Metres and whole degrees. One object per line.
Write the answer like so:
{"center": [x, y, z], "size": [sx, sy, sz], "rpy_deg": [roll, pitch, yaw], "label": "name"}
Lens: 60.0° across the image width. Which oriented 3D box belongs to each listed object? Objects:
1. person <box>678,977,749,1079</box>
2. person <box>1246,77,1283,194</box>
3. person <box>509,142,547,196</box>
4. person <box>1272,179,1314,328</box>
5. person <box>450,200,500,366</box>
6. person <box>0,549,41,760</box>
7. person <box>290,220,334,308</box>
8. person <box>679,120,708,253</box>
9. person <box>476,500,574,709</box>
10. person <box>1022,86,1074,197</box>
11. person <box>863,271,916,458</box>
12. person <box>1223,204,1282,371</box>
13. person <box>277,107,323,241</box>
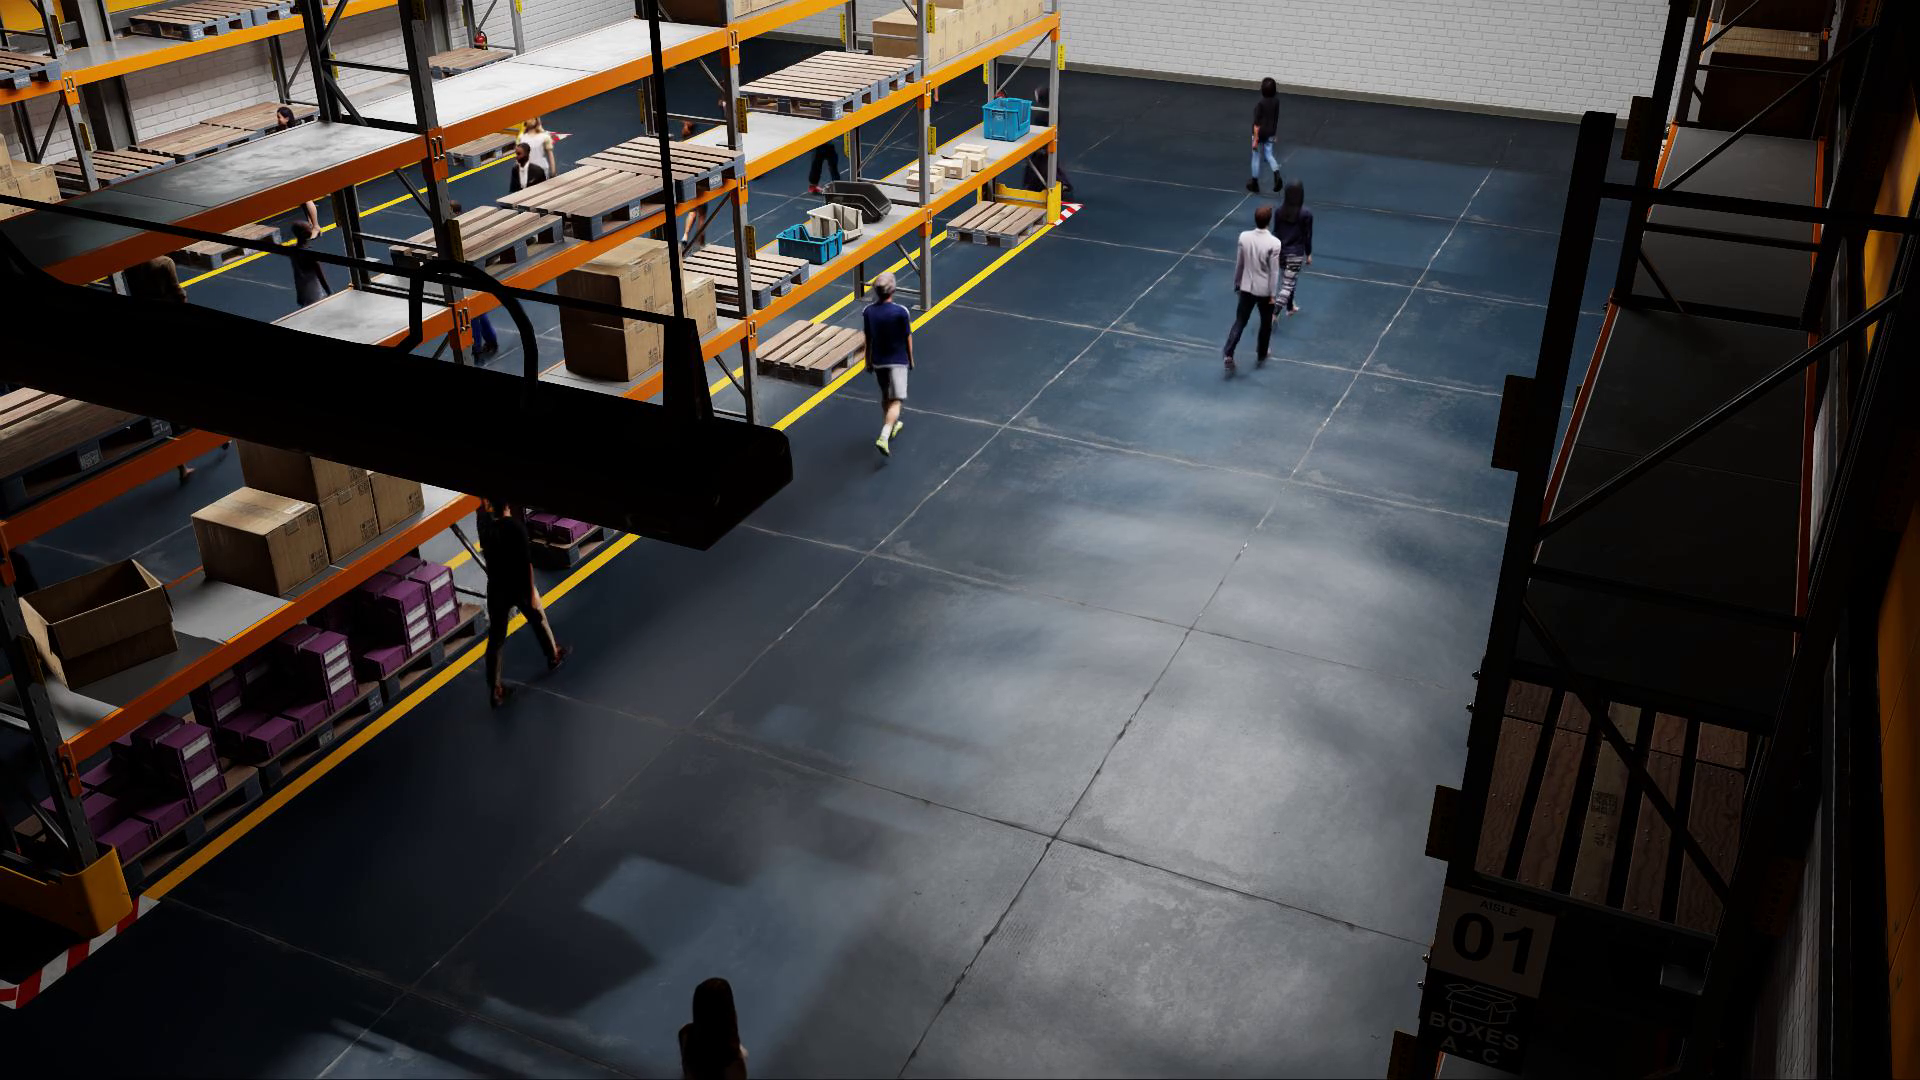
{"center": [-1.198, 2.837, 8.089], "size": [0.607, 1.707, 0.580], "rpy_deg": [17, 33, 28], "label": "person"}
{"center": [4.424, -5.761, 23.884], "size": [0.951, 1.675, 0.965], "rpy_deg": [-14, 32, -24], "label": "person"}
{"center": [-5.244, -4.066, 20.676], "size": [0.734, 1.772, 1.022], "rpy_deg": [14, 32, 24], "label": "person"}
{"center": [3.826, -3.312, 19.368], "size": [0.726, 1.702, 1.107], "rpy_deg": [18, 33, 30], "label": "person"}
{"center": [-5.405, -2.910, 18.497], "size": [0.704, 1.829, 0.996], "rpy_deg": [10, 30, 18], "label": "person"}
{"center": [-6.782, 0.592, 12.062], "size": [0.747, 1.843, 0.879], "rpy_deg": [9, 30, 16], "label": "person"}
{"center": [-7.049, -2.548, 17.900], "size": [0.711, 1.766, 0.818], "rpy_deg": [21, 35, 33], "label": "person"}
{"center": [-3.505, -4.568, 21.594], "size": [0.602, 1.774, 0.718], "rpy_deg": [15, 32, 25], "label": "person"}
{"center": [-3.413, 0.413, 12.430], "size": [0.677, 1.806, 1.132], "rpy_deg": [12, 31, 20], "label": "person"}
{"center": [1.303, -5.695, 23.849], "size": [0.740, 1.594, 1.039], "rpy_deg": [17, 33, 29], "label": "person"}
{"center": [-0.707, -1.701, 16.302], "size": [0.695, 1.809, 1.179], "rpy_deg": [10, 30, 17], "label": "person"}
{"center": [3.192, -2.719, 18.156], "size": [0.803, 1.821, 1.205], "rpy_deg": [18, 33, 29], "label": "person"}
{"center": [-8.846, -4.901, 22.210], "size": [0.800, 1.769, 0.775], "rpy_deg": [-18, 34, -30], "label": "person"}
